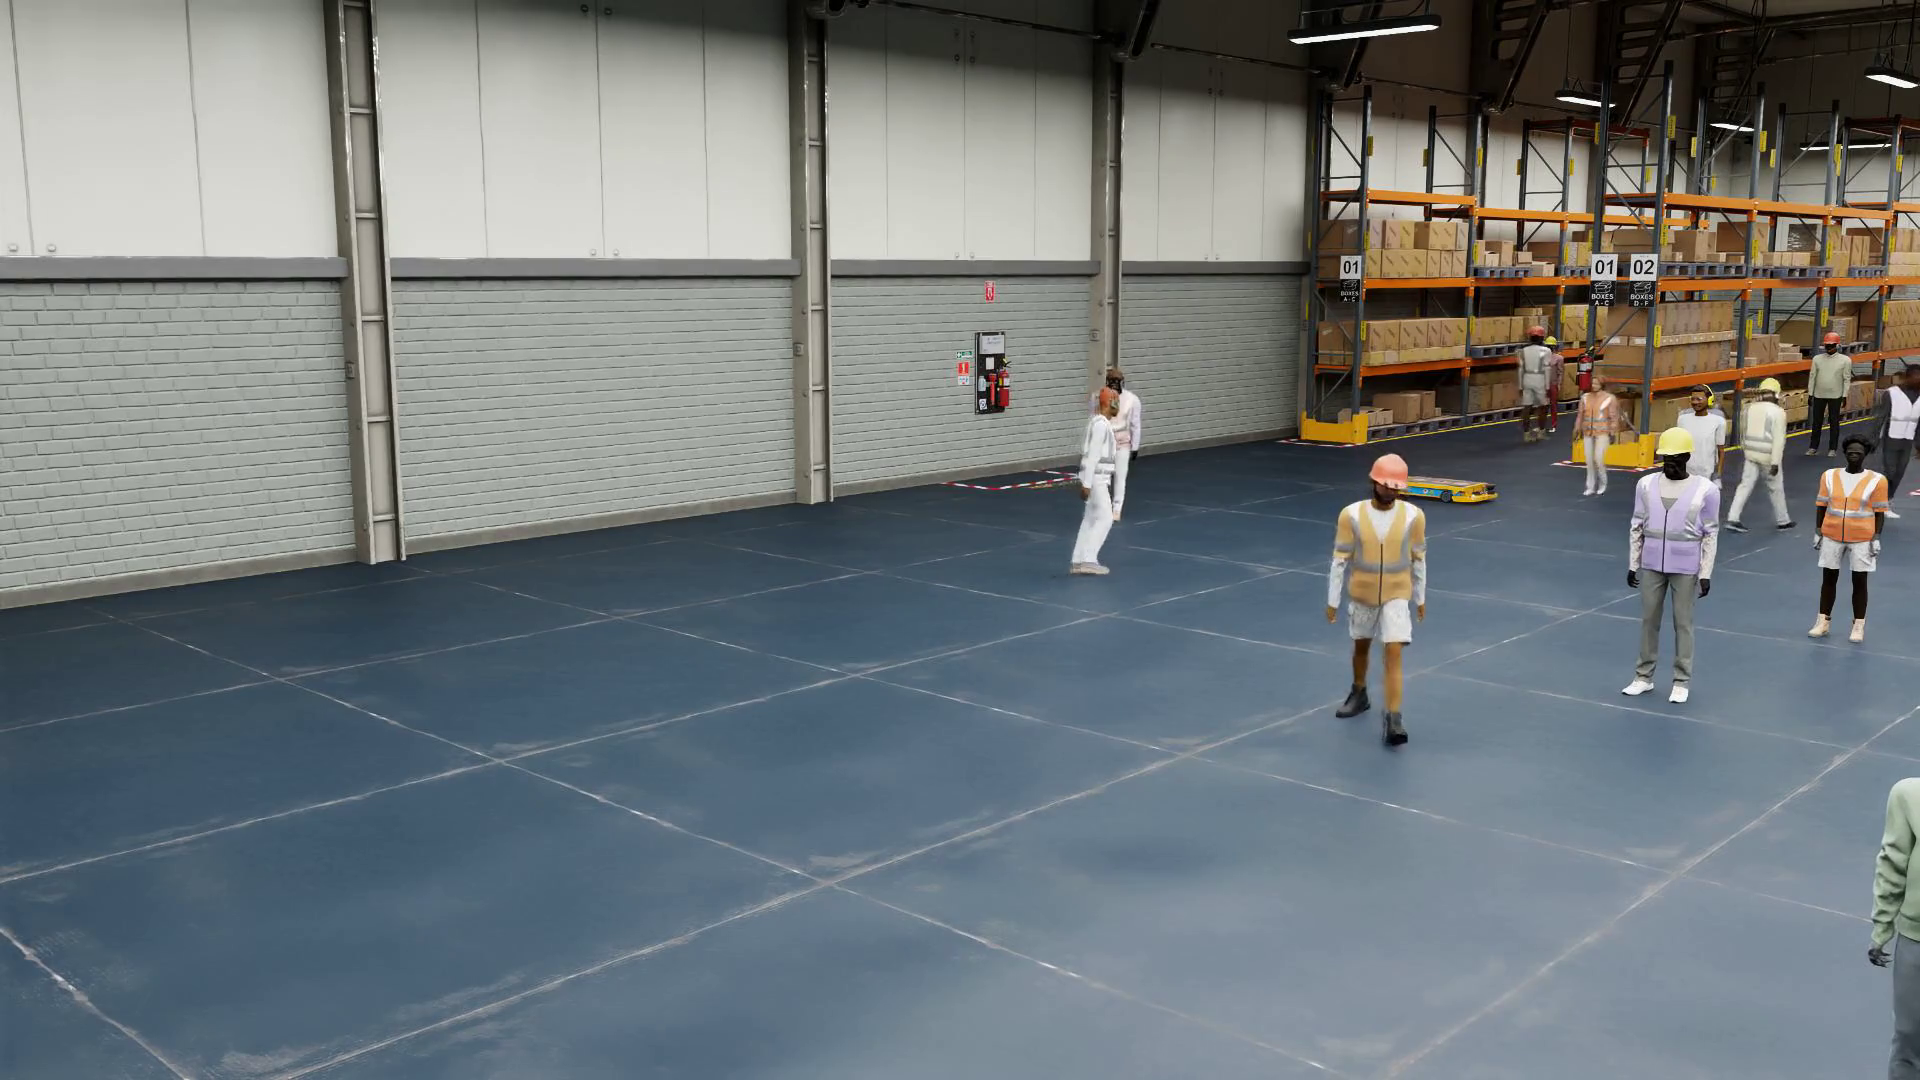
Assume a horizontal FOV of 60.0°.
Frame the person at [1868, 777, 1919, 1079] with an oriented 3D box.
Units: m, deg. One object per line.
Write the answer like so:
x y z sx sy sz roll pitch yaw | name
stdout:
3.246 1.338 5.434 0.506 1.633 0.279 9 13 42 | person

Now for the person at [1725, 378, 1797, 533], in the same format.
9.175 -0.959 19.025 0.957 1.777 0.608 -4 10 -21 | person

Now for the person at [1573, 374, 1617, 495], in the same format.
8.423 -1.390 22.070 0.369 1.624 0.528 -8 12 -39 | person

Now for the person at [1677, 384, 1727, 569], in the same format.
7.437 -0.641 16.813 0.531 1.861 0.322 9 13 42 | person

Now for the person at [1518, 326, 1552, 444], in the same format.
9.976 -2.677 28.714 0.733 2.020 0.652 -8 12 -42 | person

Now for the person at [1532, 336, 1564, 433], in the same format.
10.821 -2.859 30.606 0.532 1.772 0.300 9 13 42 | person

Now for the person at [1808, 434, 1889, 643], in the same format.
7.214 -0.020 13.514 0.540 1.700 0.316 9 13 42 | person

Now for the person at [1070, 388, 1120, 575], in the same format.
1.330 -0.576 16.435 0.518 1.848 0.596 0 9 0 | person

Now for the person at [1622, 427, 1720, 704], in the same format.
4.970 0.172 11.648 0.593 1.926 0.366 9 13 42 | person

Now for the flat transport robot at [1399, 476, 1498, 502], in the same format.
6.252 -0.679 21.870 1.431 0.197 0.652 9 13 43 | flat transport robot

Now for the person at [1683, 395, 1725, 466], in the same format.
8.809 -1.018 19.799 0.506 1.633 0.279 9 13 42 | person

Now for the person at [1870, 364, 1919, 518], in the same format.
11.353 -1.189 20.132 0.707 1.865 0.395 -2 10 -15 | person

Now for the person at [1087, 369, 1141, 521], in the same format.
1.815 -1.115 19.796 0.661 1.823 0.596 2 10 13 | person

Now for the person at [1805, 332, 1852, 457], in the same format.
13.917 -2.326 26.672 0.621 1.994 0.381 9 13 42 | person

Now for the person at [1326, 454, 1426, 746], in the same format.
2.694 0.354 10.785 0.616 1.862 1.066 2 10 13 | person
